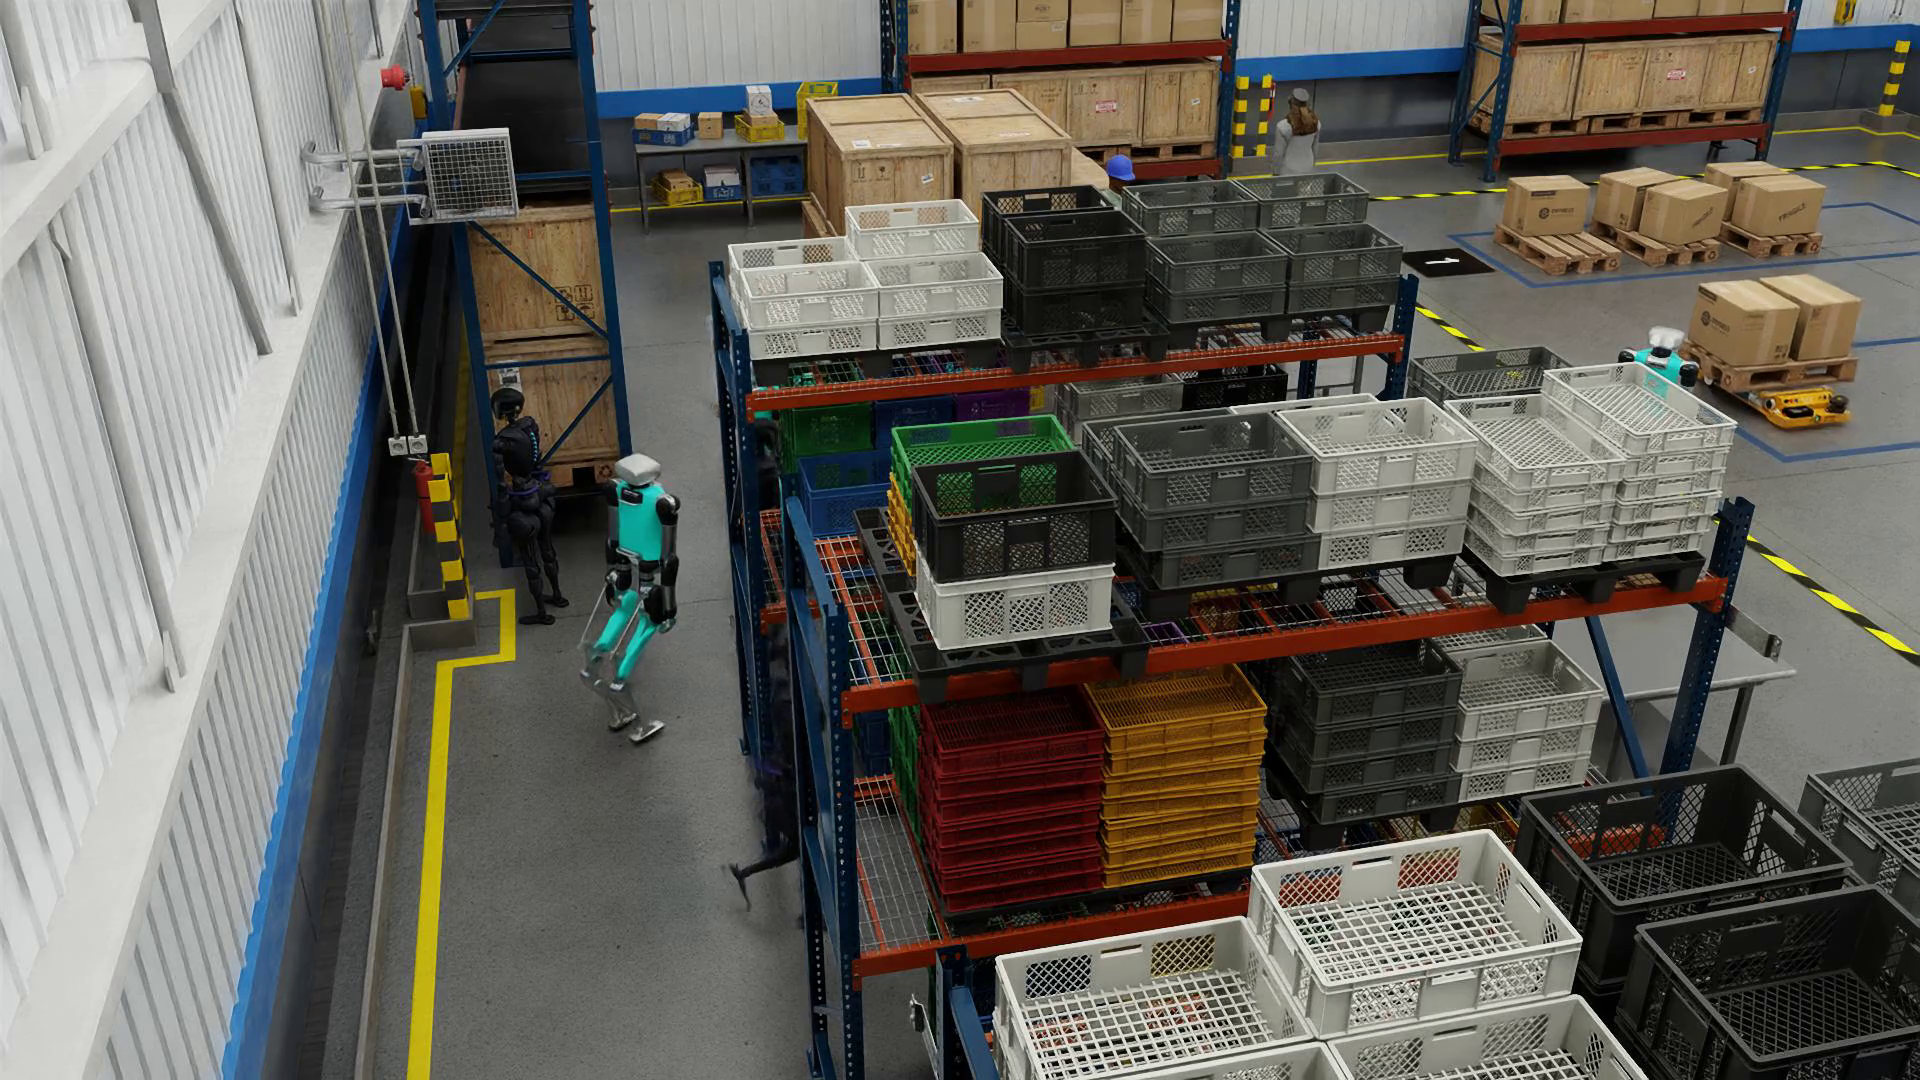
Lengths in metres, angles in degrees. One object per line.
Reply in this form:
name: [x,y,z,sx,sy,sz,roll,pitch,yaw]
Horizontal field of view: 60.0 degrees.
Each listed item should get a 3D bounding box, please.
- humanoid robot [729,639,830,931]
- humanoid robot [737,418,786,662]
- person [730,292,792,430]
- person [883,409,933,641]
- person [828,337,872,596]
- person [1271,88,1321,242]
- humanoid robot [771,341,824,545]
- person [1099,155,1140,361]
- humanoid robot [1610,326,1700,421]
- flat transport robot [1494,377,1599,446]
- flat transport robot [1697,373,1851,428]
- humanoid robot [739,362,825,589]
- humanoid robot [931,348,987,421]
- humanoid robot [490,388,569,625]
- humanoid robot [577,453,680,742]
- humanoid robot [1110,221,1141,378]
humanoid robot: [-0.892,1.204,8.270,0.649,1.620,0.600,4,28,8]
humanoid robot: [-1.249,-0.020,10.571,0.325,1.651,0.596,-18,33,-31]
person: [-1.344,-0.993,12.262,1.002,1.817,0.647,17,32,29]
person: [-0.196,-0.208,10.818,0.914,1.783,0.608,-15,31,-27]
person: [-0.737,-0.516,11.125,0.376,2.043,0.606,-7,29,-14]
person: [3.616,-3.994,18.012,0.564,1.769,0.394,-12,30,-21]
humanoid robot: [-1.251,-0.540,11.454,0.666,1.758,0.538,7,29,13]
person: [1.392,-2.539,15.078,0.604,1.940,0.413,-22,35,-36]
humanoid robot: [4.888,-0.775,11.802,0.533,1.673,0.735,16,32,28]
flat transport robot: [4.780,-1.036,14.013,0.659,0.231,1.431,-6,28,-12]
flat transport robot: [7.077,-1.382,14.639,0.652,0.197,1.431,-6,28,-12]
humanoid robot: [-1.098,-0.485,11.302,0.702,1.720,0.530,-17,32,-29]
humanoid robot: [0.114,-0.575,11.456,0.530,1.689,0.735,-12,30,-21]
humanoid robot: [-2.865,-0.227,10.952,0.315,1.655,0.599,8,29,14]
humanoid robot: [-1.971,0.389,9.651,0.528,1.710,0.731,18,33,30]
humanoid robot: [1.442,-1.983,14.325,0.589,1.628,0.586,1,28,3]
